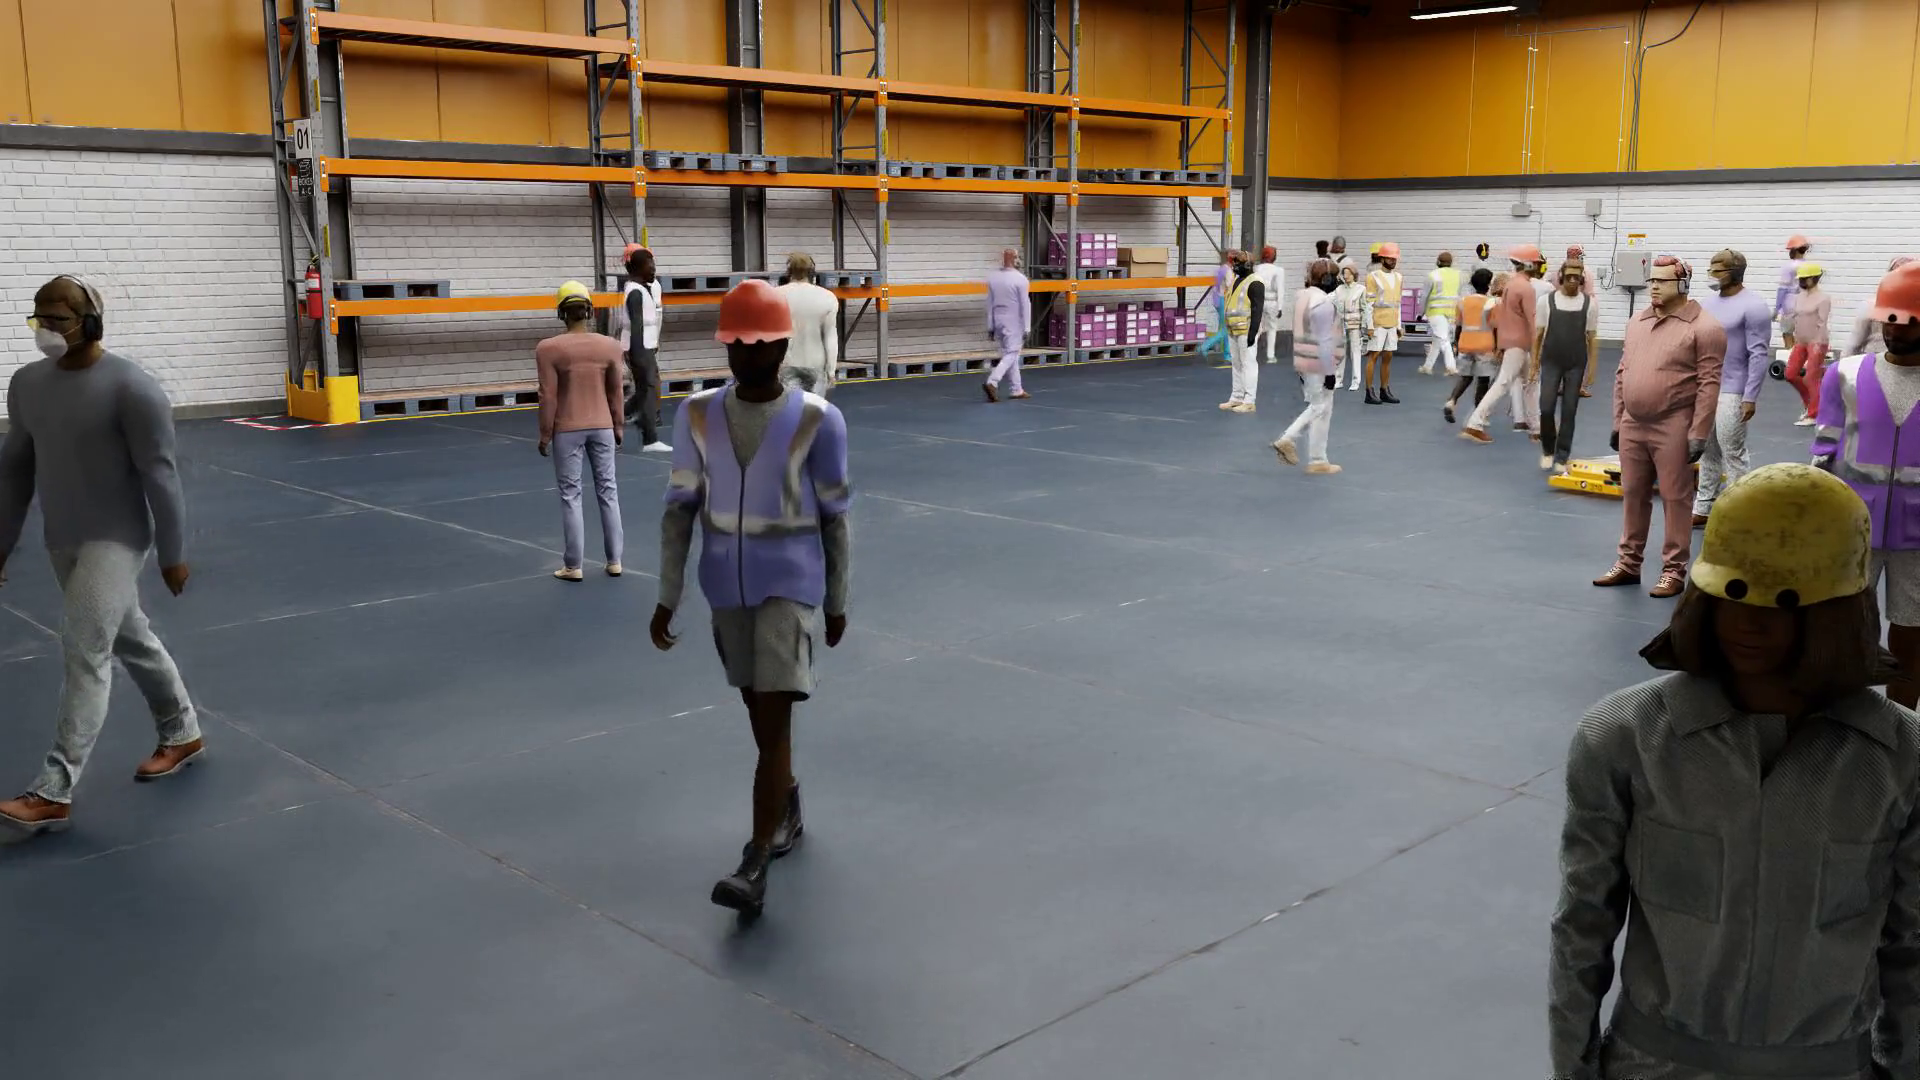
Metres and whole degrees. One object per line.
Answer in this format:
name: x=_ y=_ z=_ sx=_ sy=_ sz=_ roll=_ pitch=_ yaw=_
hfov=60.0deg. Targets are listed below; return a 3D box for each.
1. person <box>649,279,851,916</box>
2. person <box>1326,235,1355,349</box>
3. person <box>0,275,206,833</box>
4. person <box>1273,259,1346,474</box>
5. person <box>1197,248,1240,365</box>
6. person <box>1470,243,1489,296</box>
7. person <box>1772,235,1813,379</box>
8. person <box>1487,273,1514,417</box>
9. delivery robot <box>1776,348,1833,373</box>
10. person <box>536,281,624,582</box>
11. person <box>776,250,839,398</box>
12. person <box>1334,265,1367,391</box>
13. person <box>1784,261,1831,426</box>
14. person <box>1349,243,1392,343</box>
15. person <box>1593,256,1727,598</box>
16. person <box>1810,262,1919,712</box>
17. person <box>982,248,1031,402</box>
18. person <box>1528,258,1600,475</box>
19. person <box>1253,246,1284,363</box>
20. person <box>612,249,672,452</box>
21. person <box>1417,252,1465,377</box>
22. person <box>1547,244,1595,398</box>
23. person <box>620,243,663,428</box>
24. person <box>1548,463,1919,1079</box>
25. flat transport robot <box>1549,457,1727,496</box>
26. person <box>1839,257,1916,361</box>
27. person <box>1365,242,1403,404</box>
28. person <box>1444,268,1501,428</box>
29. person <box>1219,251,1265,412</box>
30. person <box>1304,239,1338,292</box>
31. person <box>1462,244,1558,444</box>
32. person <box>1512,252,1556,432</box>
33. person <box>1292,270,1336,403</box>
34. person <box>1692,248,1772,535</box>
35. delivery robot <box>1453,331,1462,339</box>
person: x=-0.644 y=0.158 z=5.099 sx=0.554 sy=1.881 sz=0.994 roll=3 pitch=11 yaw=15
person: x=6.682 y=-4.398 z=29.524 sx=0.694 sy=2.000 sz=0.672 roll=7 pitch=12 yaw=33
person: x=-3.079 y=0.026 z=5.848 sx=0.639 sy=1.886 sz=1.033 roll=5 pitch=11 yaw=23
person: x=3.023 y=-1.461 z=14.118 sx=0.475 sy=1.830 sz=0.626 roll=-1 pitch=10 yaw=-4
person: x=4.076 y=-3.624 z=25.903 sx=0.638 sy=1.821 sz=0.575 roll=1 pitch=10 yaw=8
person: x=9.481 y=-4.461 z=30.331 sx=0.329 sy=1.874 sz=0.518 roll=-1 pitch=10 yaw=-7
person: x=11.685 y=-3.262 z=23.373 sx=0.615 sy=2.030 sz=0.425 roll=-6 pitch=12 yaw=-29
person: x=6.093 y=-2.184 z=18.655 sx=0.500 sy=1.602 sz=0.789 roll=0 pitch=10 yaw=2
delivery robot: x=11.754 y=-2.533 z=23.153 sx=0.477 sy=0.478 sz=0.707 roll=-5 pitch=12 yaw=-28
person: x=-2.234 y=-0.636 z=9.790 sx=0.533 sy=1.757 sz=0.334 roll=-7 pitch=12 yaw=-33
person: x=-1.307 y=-1.401 z=13.557 sx=0.637 sy=1.914 sz=0.891 roll=0 pitch=10 yaw=0
person: x=5.087 y=-2.775 z=21.780 sx=0.525 sy=1.636 sz=0.307 roll=9 pitch=14 yaw=41
person: x=9.015 y=-2.079 z=17.675 sx=0.393 sy=1.750 sz=0.543 roll=-2 pitch=11 yaw=-13
person: x=7.433 y=-4.359 z=29.758 sx=0.948 sy=1.879 sz=0.593 roll=-8 pitch=13 yaw=-37
person: x=3.935 y=-0.636 z=9.382 sx=0.409 sy=1.909 sz=0.640 roll=-6 pitch=12 yaw=-30
person: x=3.311 y=-0.016 z=5.938 sx=0.542 sy=1.930 sz=0.374 roll=6 pitch=12 yaw=29
person: x=0.579 y=-2.627 z=20.333 sx=0.887 sy=1.879 sz=0.654 roll=-9 pitch=14 yaw=-41
person: x=5.084 y=-1.448 z=14.010 sx=0.548 sy=1.832 sz=0.405 roll=3 pitch=11 yaw=15
person: x=4.817 y=-3.706 z=26.248 sx=0.587 sy=1.862 sz=0.741 roll=6 pitch=12 yaw=31
person: x=-3.018 y=-1.758 z=15.518 sx=0.619 sy=1.902 sz=0.595 roll=0 pitch=10 yaw=-2
person: x=6.959 y=-3.247 z=23.967 sx=0.613 sy=1.790 sz=0.989 roll=-4 pitch=11 yaw=-21
person: x=7.666 y=-2.735 z=20.827 sx=0.410 sy=1.909 sz=0.643 roll=-8 pitch=13 yaw=-36
person: x=-3.383 y=-2.148 z=17.540 sx=0.551 sy=1.935 sz=0.371 roll=10 pitch=14 yaw=42
person: x=1.043 y=0.756 z=2.240 sx=0.492 sy=1.740 sz=0.320 roll=3 pitch=11 yaw=16
flat transport robot: x=5.465 y=-0.543 z=13.334 sx=1.431 sy=0.197 sz=0.652 roll=-7 pitch=12 yaw=-32
person: x=7.001 y=-1.201 z=12.602 sx=0.640 sy=1.853 sz=1.003 roll=-1 pitch=10 yaw=-4
person: x=5.110 y=-2.600 z=19.999 sx=0.545 sy=1.940 sz=0.352 roll=-6 pitch=12 yaw=-29
person: x=5.384 y=-1.996 z=17.408 sx=0.474 sy=1.689 sz=0.543 roll=-9 pitch=14 yaw=-39
person: x=3.247 y=-2.393 z=19.142 sx=0.429 sy=1.842 sz=0.625 roll=-3 pitch=11 yaw=-17
person: x=6.242 y=-4.205 z=28.721 sx=0.629 sy=1.946 sz=0.431 roll=7 pitch=12 yaw=33
person: x=5.390 y=-1.891 z=16.139 sx=1.036 sy=1.948 sz=0.614 roll=1 pitch=10 yaw=5
person: x=5.972 y=-2.054 z=17.258 sx=0.672 sy=1.847 sz=0.564 roll=-10 pitch=14 yaw=-43
person: x=4.275 y=-2.462 z=20.102 sx=0.526 sy=1.624 sz=0.361 roll=0 pitch=10 yaw=2
person: x=5.148 y=-0.987 z=11.209 sx=0.351 sy=1.936 sz=0.634 roll=-3 pitch=11 yaw=-15
delivery robot: x=8.658 y=-3.397 z=27.868 sx=0.707 sy=0.478 sz=0.477 roll=6 pitch=12 yaw=30
